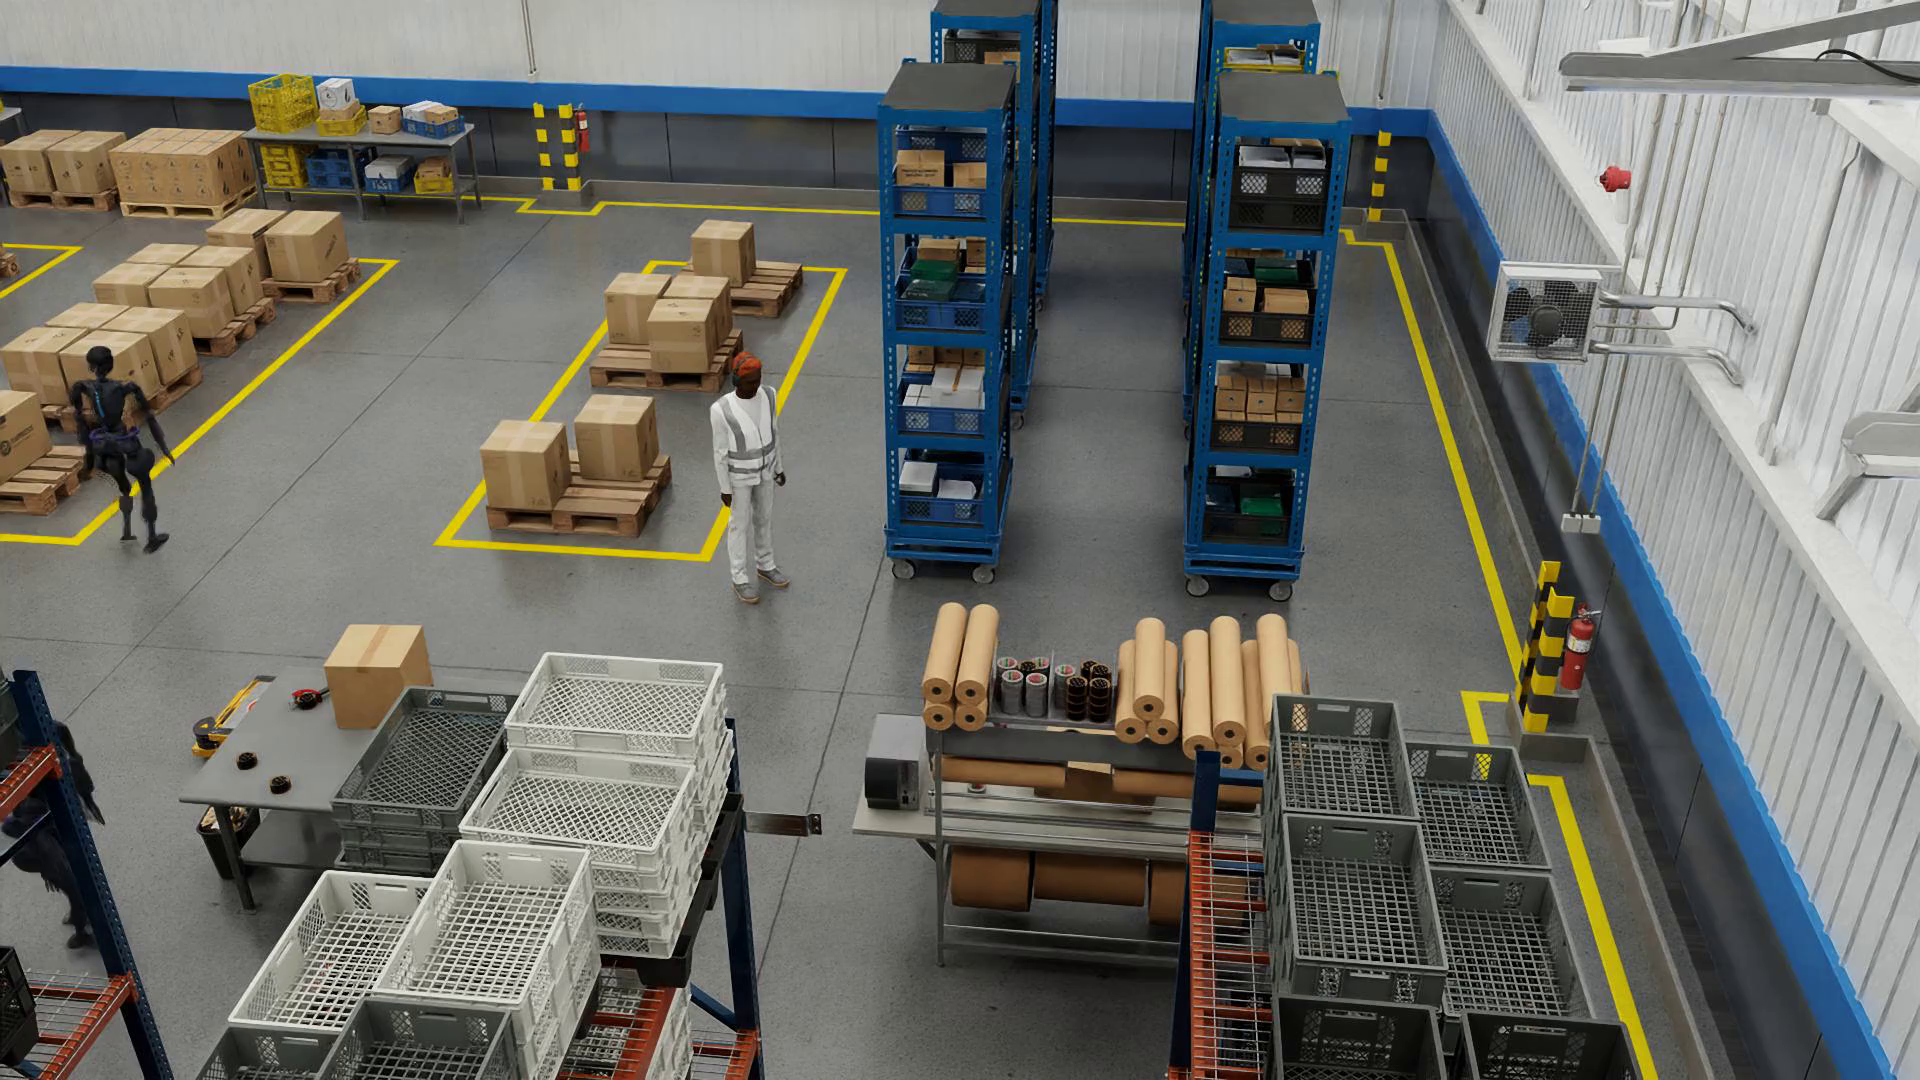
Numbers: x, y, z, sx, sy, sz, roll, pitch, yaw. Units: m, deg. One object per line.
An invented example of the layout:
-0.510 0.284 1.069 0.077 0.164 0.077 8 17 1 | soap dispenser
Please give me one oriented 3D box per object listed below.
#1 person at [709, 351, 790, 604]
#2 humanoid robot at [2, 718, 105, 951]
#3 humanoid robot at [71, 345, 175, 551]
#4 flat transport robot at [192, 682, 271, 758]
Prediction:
-1.486 -0.460 11.855 0.357 1.886 0.572 25 39 36 | person
-4.776 1.511 8.700 0.448 1.629 0.576 1 30 2 | humanoid robot
-6.252 -0.704 12.480 0.600 1.644 0.402 1 30 1 | humanoid robot
-4.089 1.163 10.648 1.431 0.197 0.652 3 30 6 | flat transport robot
